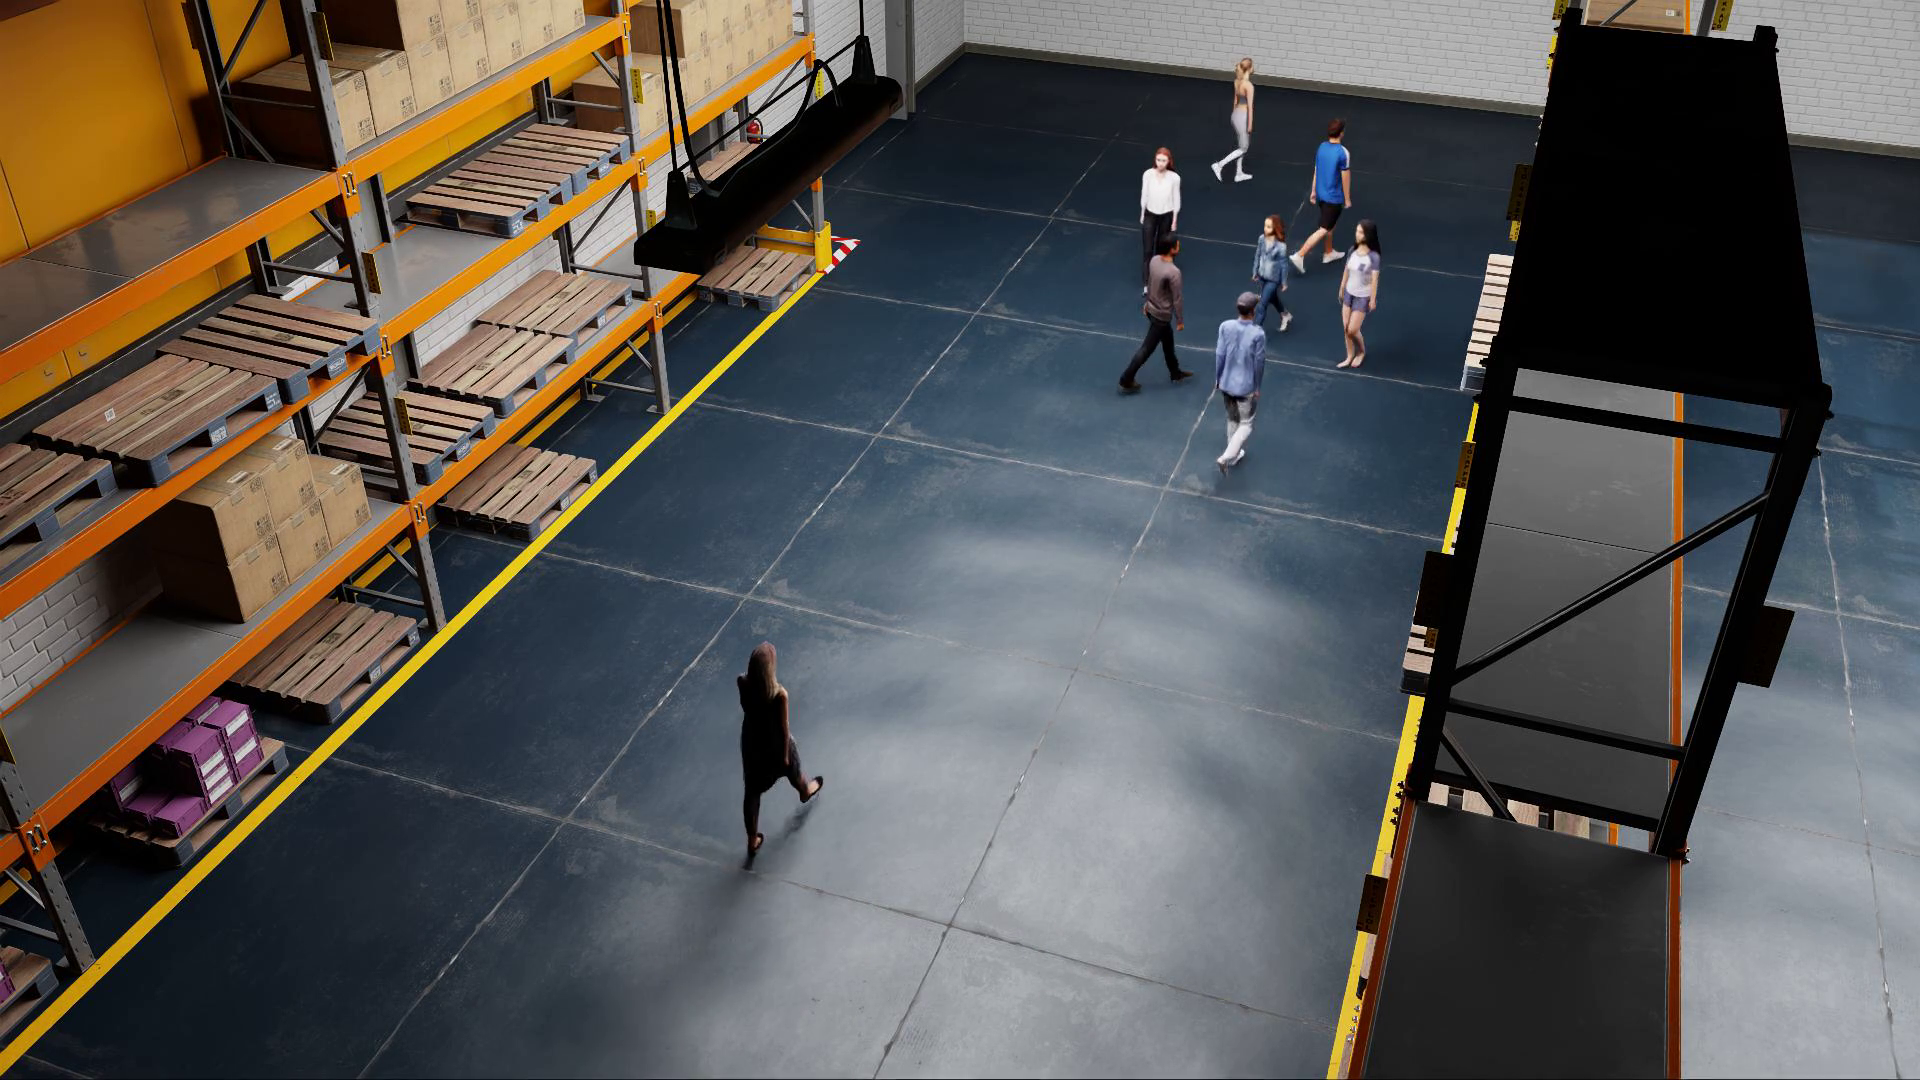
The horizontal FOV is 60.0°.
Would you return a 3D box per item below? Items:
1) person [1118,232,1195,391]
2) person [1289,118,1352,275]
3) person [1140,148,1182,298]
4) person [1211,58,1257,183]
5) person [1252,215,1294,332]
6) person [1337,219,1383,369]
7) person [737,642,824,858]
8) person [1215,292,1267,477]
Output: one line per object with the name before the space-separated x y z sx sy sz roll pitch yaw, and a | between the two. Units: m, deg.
person | 1.996 -2.321 17.213 1.159 1.726 1.156 18 37 25
person | 4.321 -4.050 19.715 1.261 1.837 1.132 -18 38 -25
person | 2.319 -3.724 19.338 0.733 1.711 1.169 7 34 10
person | 3.662 -5.528 22.072 0.935 1.688 0.916 -11 35 -16
person | 3.486 -2.900 18.342 1.083 1.440 0.950 -22 40 -30
person | 4.298 -2.608 17.672 0.777 1.695 0.730 -19 38 -26
person | -1.397 1.492 11.534 0.663 1.663 1.100 14 36 20
person | 2.609 -1.450 15.773 0.796 1.869 1.011 21 39 29
